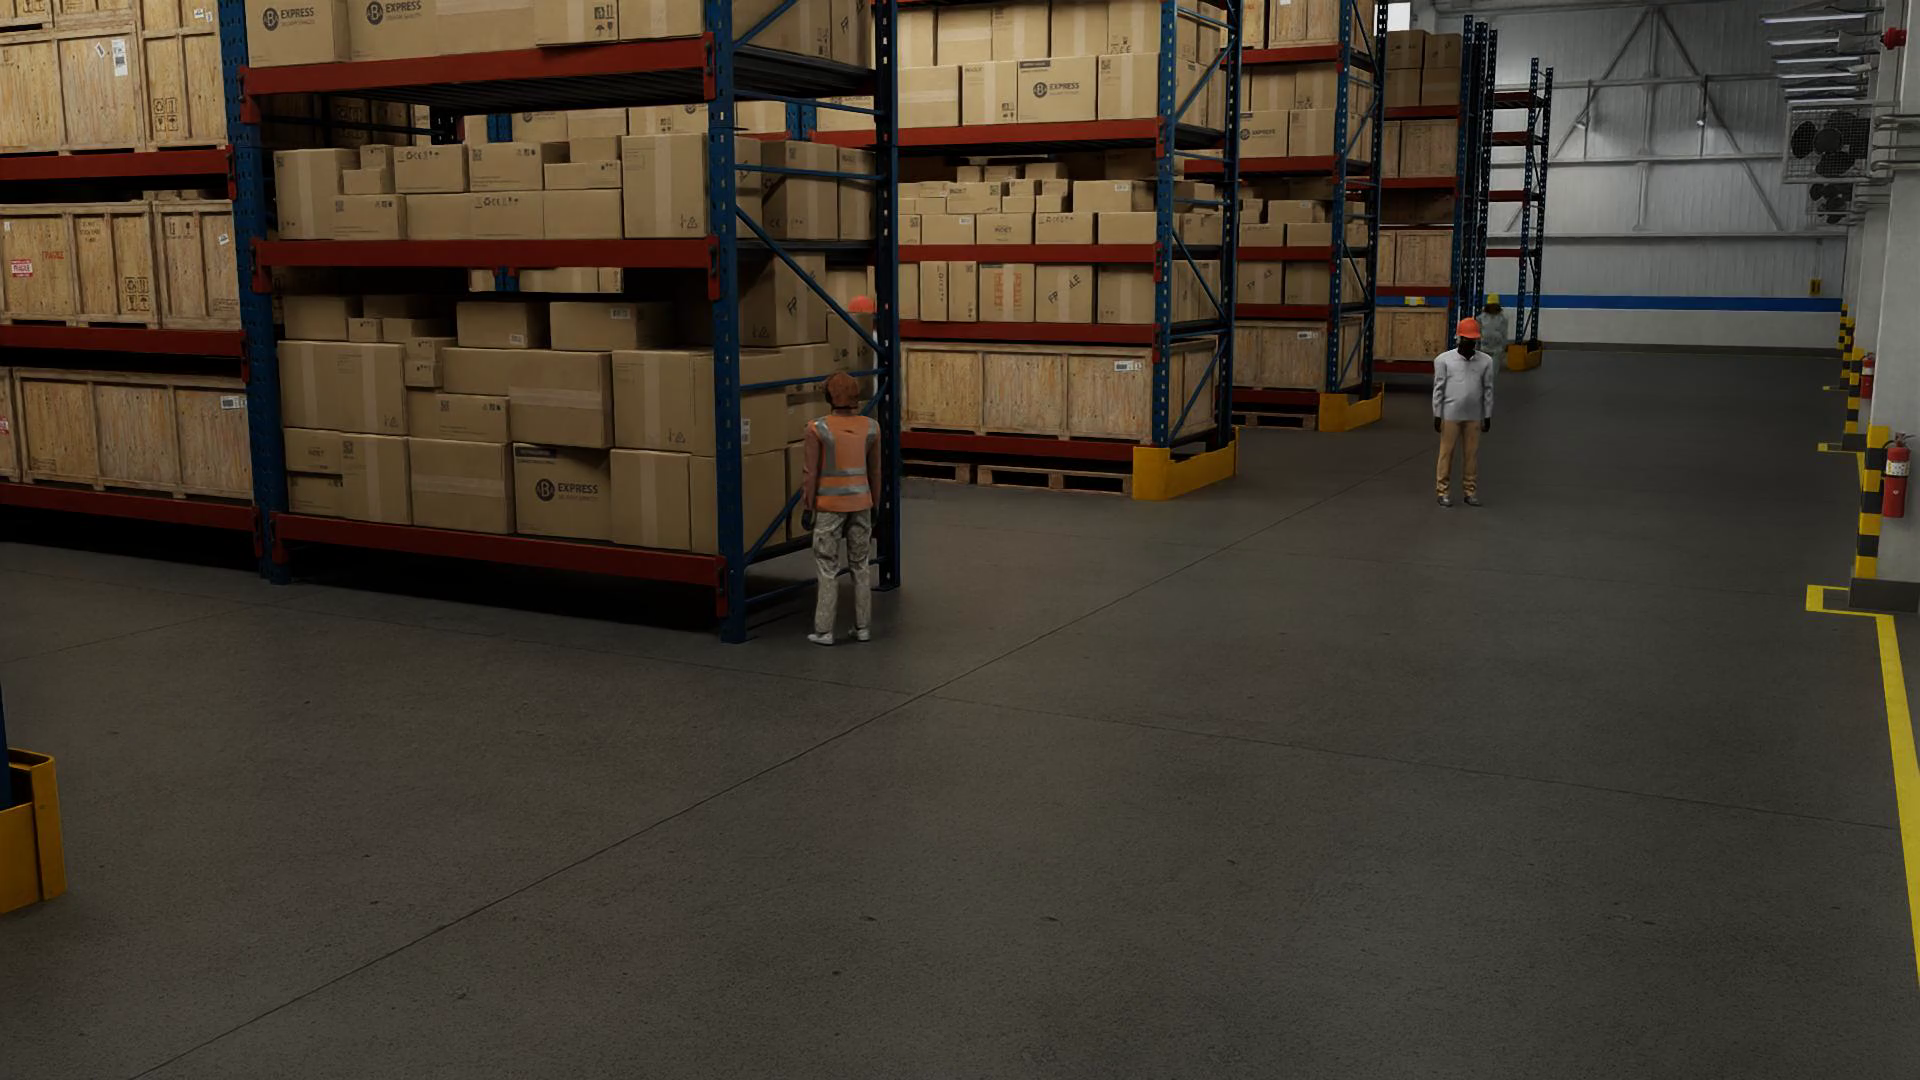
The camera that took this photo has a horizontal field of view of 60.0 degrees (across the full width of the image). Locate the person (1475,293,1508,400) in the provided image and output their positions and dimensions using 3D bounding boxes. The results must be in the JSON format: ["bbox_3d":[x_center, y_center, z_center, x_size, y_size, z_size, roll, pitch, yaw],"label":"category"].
[{"bbox_3d":[8.159,-2.934,25.587,0.483,1.724,0.365,4,11,22],"label":"person"}]

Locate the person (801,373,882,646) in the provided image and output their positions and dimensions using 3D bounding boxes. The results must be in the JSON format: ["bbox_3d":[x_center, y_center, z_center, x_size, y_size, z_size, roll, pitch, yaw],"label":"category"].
[{"bbox_3d":[-0.697,-0.180,9.911,0.525,1.632,0.313,-6,11,-31],"label":"person"}]

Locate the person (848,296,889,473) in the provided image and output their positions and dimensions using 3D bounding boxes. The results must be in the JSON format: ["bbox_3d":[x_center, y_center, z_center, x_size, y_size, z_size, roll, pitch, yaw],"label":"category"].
[{"bbox_3d":[-0.916,-1.391,16.067,0.464,1.921,0.570,5,11,26],"label":"person"}]

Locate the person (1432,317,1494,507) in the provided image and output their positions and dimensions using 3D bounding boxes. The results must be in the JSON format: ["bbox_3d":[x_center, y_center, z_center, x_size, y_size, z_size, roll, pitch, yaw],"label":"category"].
[{"bbox_3d":[4.629,-1.169,15.296,0.566,1.744,0.350,0,10,-2],"label":"person"}]
